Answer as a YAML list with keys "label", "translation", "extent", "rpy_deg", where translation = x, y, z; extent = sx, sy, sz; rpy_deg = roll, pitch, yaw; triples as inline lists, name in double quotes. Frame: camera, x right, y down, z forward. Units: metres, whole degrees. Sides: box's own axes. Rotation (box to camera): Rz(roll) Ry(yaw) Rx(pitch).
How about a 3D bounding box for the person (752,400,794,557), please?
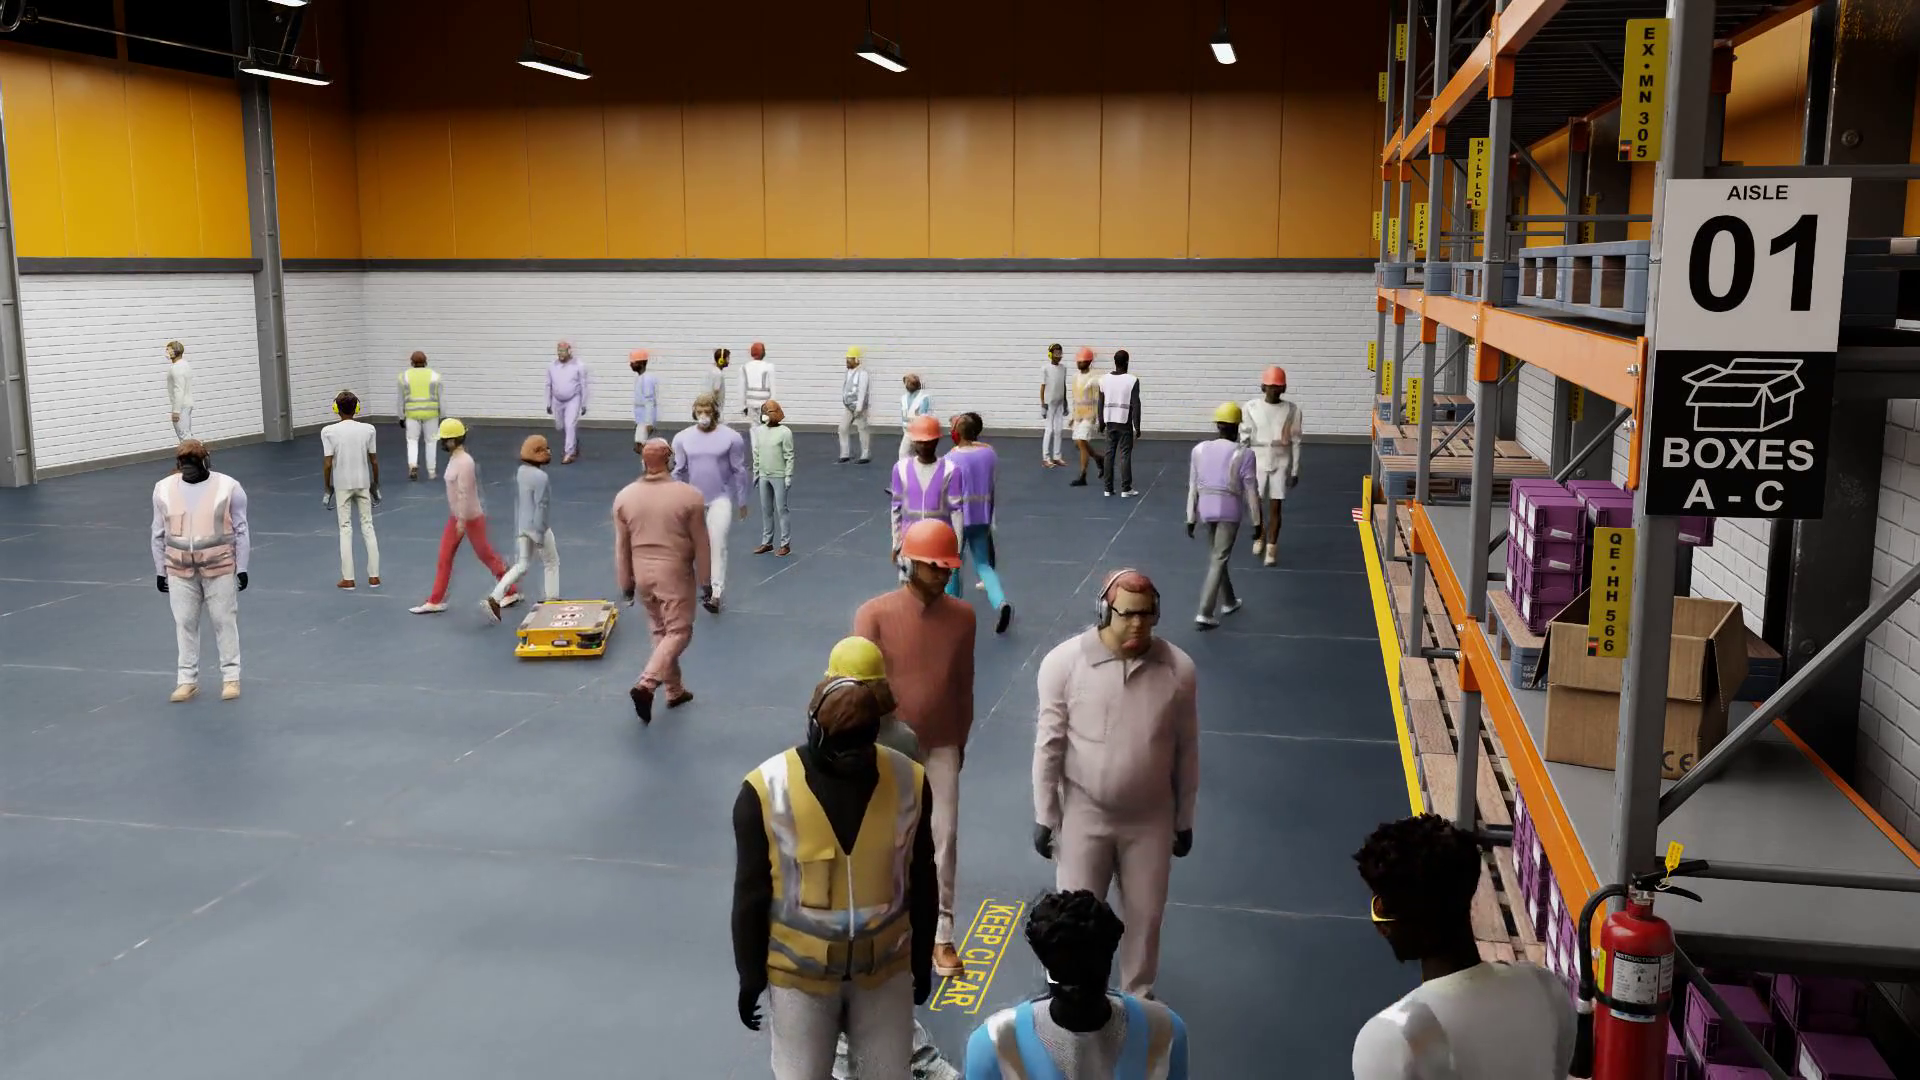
- label: "person"
  translation: [-1.952, -0.646, 17.330]
  extent: [0.507, 1.632, 0.274]
  rpy_deg: [6, 11, 33]

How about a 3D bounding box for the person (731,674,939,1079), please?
- label: "person"
  translation: [-0.368, 1.297, 5.059]
  extent: [0.642, 1.829, 0.437]
  rpy_deg: [-2, 10, -14]

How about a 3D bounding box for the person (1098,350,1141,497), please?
- label: "person"
  translation: [2.081, -1.518, 21.735]
  extent: [0.598, 1.915, 0.375]
  rpy_deg: [6, 11, 31]

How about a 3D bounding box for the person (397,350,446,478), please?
- label: "person"
  translation: [-7.569, -1.756, 23.419]
  extent: [0.649, 1.832, 0.572]
  rpy_deg: [-2, 10, -13]

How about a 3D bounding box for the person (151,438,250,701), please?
- label: "person"
  translation: [-5.278, 0.208, 11.568]
  extent: [0.634, 1.839, 0.429]
  rpy_deg: [-2, 10, -10]

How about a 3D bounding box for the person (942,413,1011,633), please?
- label: "person"
  translation: [0.091, -0.136, 13.699]
  extent: [0.572, 1.818, 0.785]
  rpy_deg: [-6, 11, -32]

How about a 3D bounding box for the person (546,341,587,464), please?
- label: "person"
  translation: [-6.015, -2.123, 25.511]
  extent: [0.642, 1.881, 0.776]
  rpy_deg: [2, 10, 11]

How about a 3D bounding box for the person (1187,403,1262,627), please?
- label: "person"
  translation: [2.224, -0.222, 14.078]
  extent: [0.608, 1.872, 1.019]
  rpy_deg: [7, 12, 37]

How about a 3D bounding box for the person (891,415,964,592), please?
- label: "person"
  translation: [-0.266, 0.035, 12.373]
  extent: [0.571, 1.913, 0.779]
  rpy_deg: [1, 10, 8]

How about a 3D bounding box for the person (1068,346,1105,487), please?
- label: "person"
  translation: [1.788, -1.706, 22.837]
  extent: [0.706, 1.923, 0.541]
  rpy_deg: [-6, 11, -33]

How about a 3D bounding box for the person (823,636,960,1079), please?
- label: "person"
  translation: [-0.282, 1.205, 5.941]
  extent: [0.773, 1.707, 0.496]
  rpy_deg: [8, 12, 40]

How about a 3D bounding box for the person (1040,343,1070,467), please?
- label: "person"
  translation: [1.425, -2.013, 24.919]
  extent: [0.525, 1.856, 0.342]
  rpy_deg: [-7, 12, -38]

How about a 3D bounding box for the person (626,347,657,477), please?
- label: "person"
  translation: [-4.245, -1.613, 22.278]
  extent: [0.415, 1.925, 0.576]
  rpy_deg: [-4, 10, -23]

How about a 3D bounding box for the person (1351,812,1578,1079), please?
- label: "person"
  translation: [1.056, 1.510, 3.571]
  extent: [0.628, 1.894, 1.051]
  rpy_deg: [-4, 10, -25]

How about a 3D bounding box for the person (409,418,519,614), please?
- label: "person"
  translation: [-4.308, -0.212, 14.492]
  extent: [0.925, 1.711, 0.526]
  rpy_deg: [-6, 11, -33]

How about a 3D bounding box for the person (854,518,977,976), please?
- label: "person"
  translation: [-0.234, 0.852, 7.339]
  extent: [0.624, 1.961, 0.895]
  rpy_deg: [-4, 10, -24]

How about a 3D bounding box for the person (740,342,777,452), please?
- label: "person"
  translation: [-3.002, -2.036, 24.982]
  extent: [0.612, 1.871, 0.411]
  rpy_deg: [3, 10, 20]

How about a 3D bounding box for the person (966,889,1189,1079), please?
- label: "person"
  translation: [0.268, 1.569, 3.829]
  extent: [0.560, 1.678, 0.452]
  rpy_deg: [-2, 10, -12]

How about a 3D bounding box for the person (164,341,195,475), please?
- label: "person"
  translation: [-11.205, -1.887, 23.893]
  extent: [0.372, 1.940, 0.630]
  rpy_deg: [-3, 10, -17]

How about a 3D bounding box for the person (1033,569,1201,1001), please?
- label: "person"
  translation: [0.599, 1.029, 6.445]
  extent: [0.672, 1.895, 0.550]
  rpy_deg: [-1, 9, -6]

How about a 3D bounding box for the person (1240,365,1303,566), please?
- label: "person"
  translation: [3.125, -0.752, 16.779]
  extent: [0.640, 2.030, 0.478]
  rpy_deg: [2, 10, 14]

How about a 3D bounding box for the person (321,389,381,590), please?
- label: "person"
  translation: [-5.693, -0.469, 15.556]
  extent: [0.518, 1.870, 0.323]
  rpy_deg: [-6, 11, -31]

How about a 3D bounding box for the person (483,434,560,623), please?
- label: "person"
  translation: [-3.654, -0.085, 14.018]
  extent: [0.722, 1.616, 0.494]
  rpy_deg: [-8, 12, -41]

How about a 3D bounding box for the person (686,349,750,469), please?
- label: "person"
  translation: [-3.622, -1.915, 24.478]
  extent: [0.985, 1.817, 0.612]
  rpy_deg: [-4, 10, -21]

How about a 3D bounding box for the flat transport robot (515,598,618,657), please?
- label: "flat transport robot"
  translation: [-3.149, 0.688, 13.386]
  extent: [0.652, 0.197, 1.431]
  rpy_deg: [-1, 9, -6]

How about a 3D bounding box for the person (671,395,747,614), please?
- label: "person"
  translation: [-2.218, -0.309, 14.516]
  extent: [0.658, 1.888, 1.003]
  rpy_deg: [1, 9, 4]

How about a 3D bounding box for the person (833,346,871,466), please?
- label: "person"
  translation: [-1.629, -1.997, 24.922]
  extent: [0.683, 1.806, 0.599]
  rpy_deg: [-7, 12, -36]

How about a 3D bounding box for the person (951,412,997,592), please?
- label: "person"
  translation: [0.063, -0.367, 15.551]
  extent: [0.552, 1.654, 0.834]
  rpy_deg: [-6, 11, -33]

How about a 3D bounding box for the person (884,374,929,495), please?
- label: "person"
  translation: [-0.631, -1.357, 21.737]
  extent: [0.515, 1.594, 0.835]
  rpy_deg: [7, 12, 37]

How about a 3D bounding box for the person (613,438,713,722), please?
- label: "person"
  translation: [-2.004, 0.258, 11.143]
  extent: [0.649, 1.881, 0.816]
  rpy_deg: [4, 10, 22]
